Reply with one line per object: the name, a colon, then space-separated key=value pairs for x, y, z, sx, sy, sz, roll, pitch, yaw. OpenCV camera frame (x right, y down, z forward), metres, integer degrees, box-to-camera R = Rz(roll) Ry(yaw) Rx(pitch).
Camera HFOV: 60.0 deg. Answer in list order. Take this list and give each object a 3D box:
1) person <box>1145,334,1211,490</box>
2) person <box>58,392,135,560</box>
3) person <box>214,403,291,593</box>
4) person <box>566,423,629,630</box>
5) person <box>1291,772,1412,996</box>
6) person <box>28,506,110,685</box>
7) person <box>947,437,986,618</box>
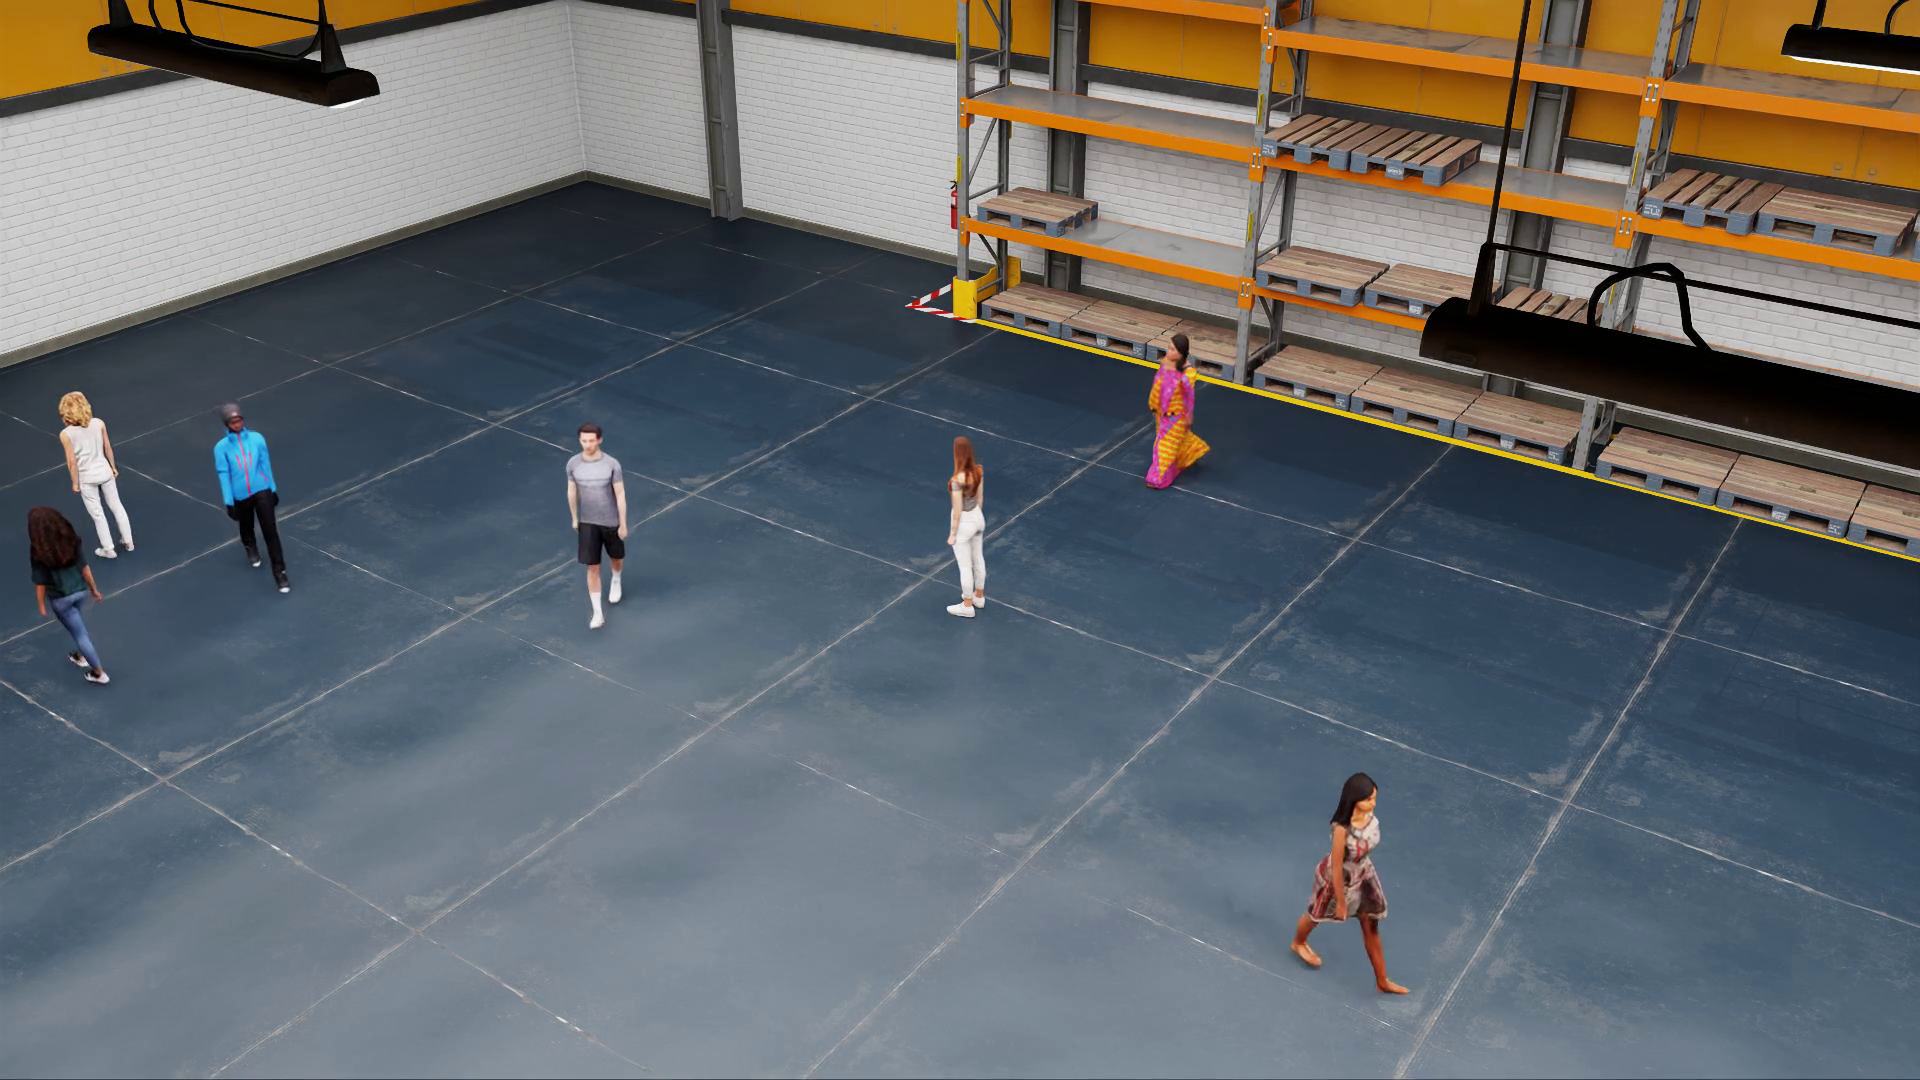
person: x=2.234 y=-1.354 z=17.050 sx=1.005 sy=1.651 sz=1.091 roll=-14 pitch=32 yaw=-24
person: x=-8.164 y=-0.617 z=15.680 sx=0.538 sy=1.670 sz=0.580 roll=20 pitch=34 yaw=32
person: x=-6.536 y=-0.439 z=15.266 sx=0.965 sy=1.755 sz=1.279 roll=-16 pitch=32 yaw=-27
person: x=-3.159 y=-0.208 z=14.765 sx=1.196 sy=1.829 sz=1.171 roll=-1 pitch=29 yaw=-1
person: x=2.397 y=2.149 z=10.680 sx=0.803 sy=1.602 sz=1.151 roll=-24 pitch=37 yaw=-37
person: x=-7.320 y=0.480 z=13.746 sx=0.838 sy=1.596 sz=0.659 roll=14 pitch=31 yaw=23
person: x=0.070 y=-0.122 z=14.719 sx=0.513 sy=1.722 sz=0.575 roll=20 pitch=34 yaw=32
